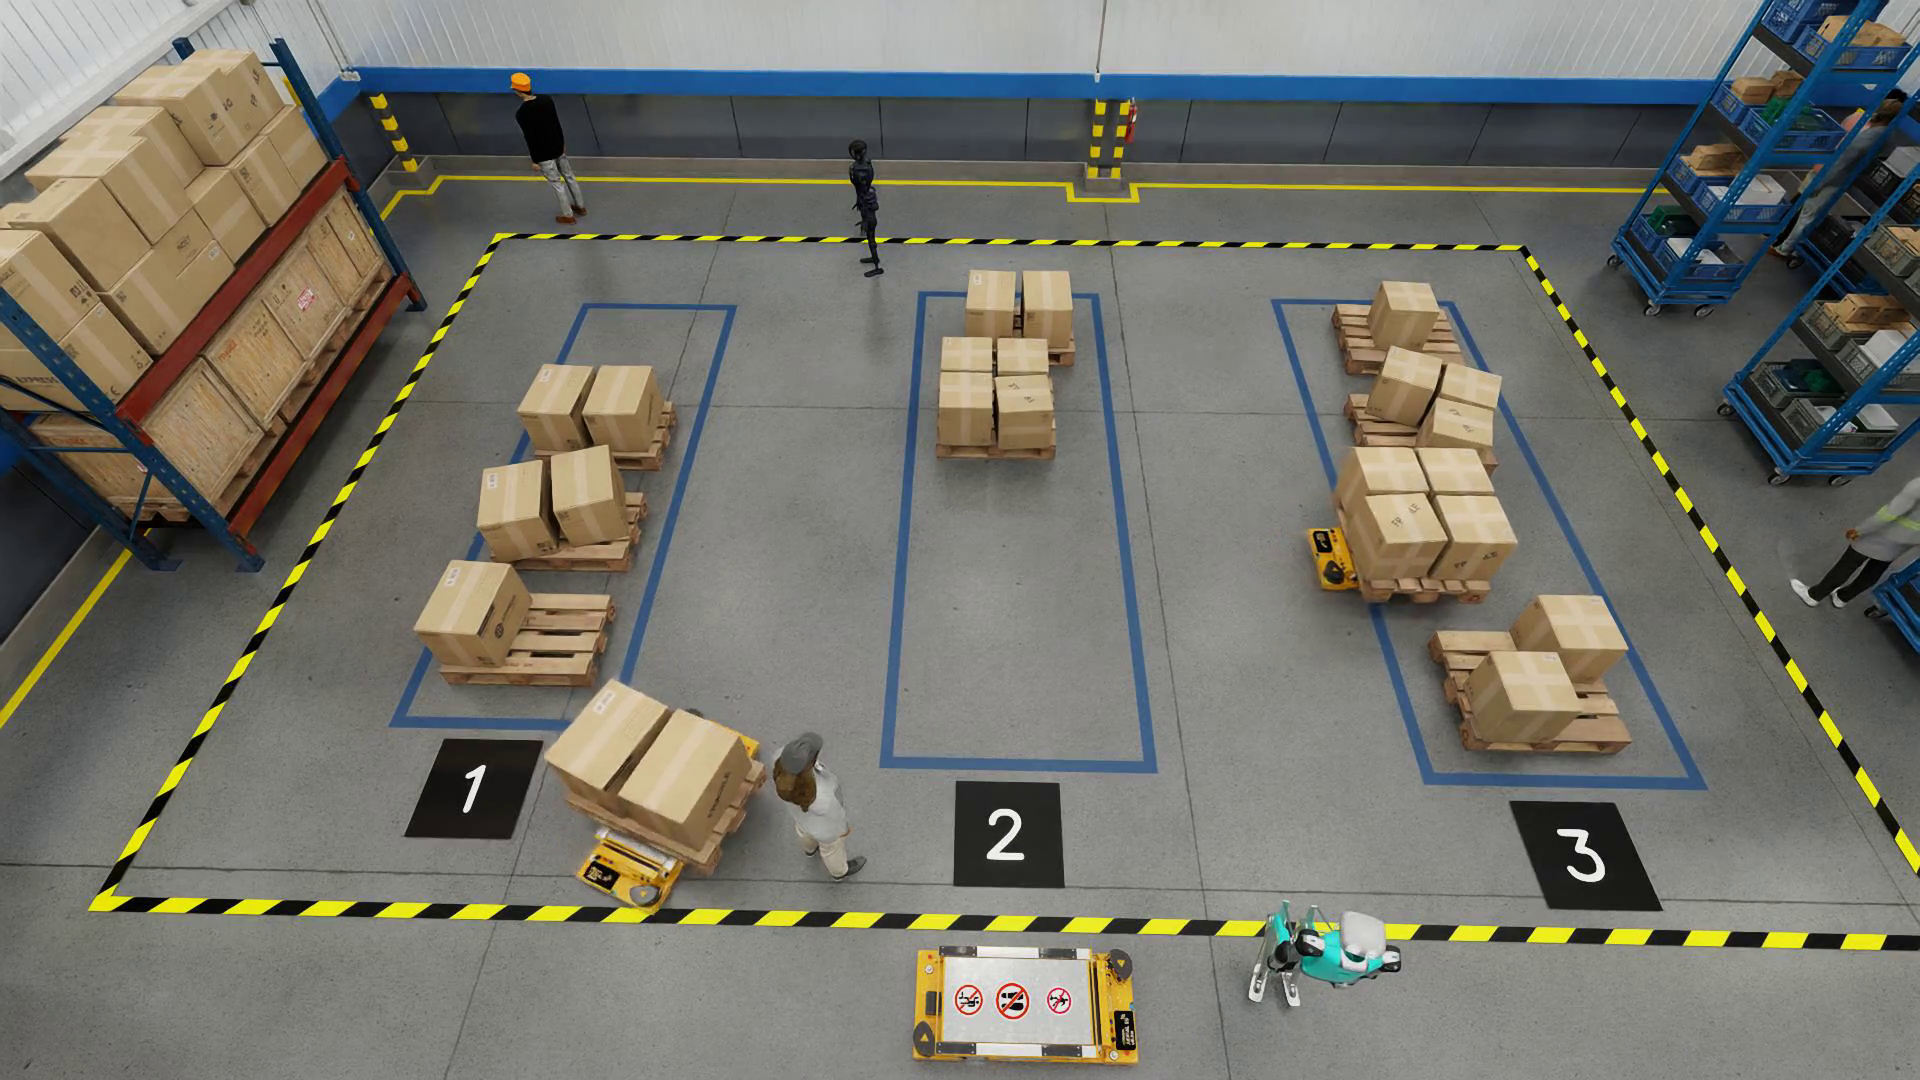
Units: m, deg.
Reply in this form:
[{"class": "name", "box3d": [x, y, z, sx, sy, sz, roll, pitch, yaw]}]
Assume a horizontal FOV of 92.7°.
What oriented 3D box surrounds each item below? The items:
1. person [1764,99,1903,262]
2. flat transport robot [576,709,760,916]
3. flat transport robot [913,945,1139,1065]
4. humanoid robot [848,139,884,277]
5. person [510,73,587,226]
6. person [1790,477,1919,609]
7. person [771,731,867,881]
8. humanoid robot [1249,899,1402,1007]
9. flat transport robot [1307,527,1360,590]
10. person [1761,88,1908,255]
[{"class": "person", "box3d": [10.394, -4.242, 10.877, 0.626, 1.932, 0.369, -20, 54, -16]}, {"class": "flat transport robot", "box3d": [-2.163, 1.978, 6.855, 0.652, 0.197, 1.431, 18, 53, 14]}, {"class": "flat transport robot", "box3d": [0.422, 3.041, 6.007, 1.431, 0.231, 0.659, 1, 51, 1]}, {"class": "humanoid robot", "box3d": [-1.111, -3.881, 10.733, 0.315, 1.653, 0.599, -8, 51, -6]}, {"class": "person", "box3d": [-5.120, -4.834, 11.388, 0.382, 1.879, 0.585, 20, 53, 15]}, {"class": "person", "box3d": [7.689, -0.097, 7.543, 0.594, 1.851, 0.398, 6, 51, 5]}, {"class": "person", "box3d": [-0.958, 1.789, 6.058, 0.564, 1.769, 0.395, 35, 59, 25]}, {"class": "humanoid robot", "box3d": [2.125, 2.380, 5.512, 0.533, 1.677, 0.735, 8, 51, 7]}, {"class": "flat transport robot", "box3d": [3.978, 0.143, 8.351, 1.431, 0.197, 0.652, 1, 51, 1]}, {"class": "person", "box3d": [10.449, -4.413, 10.988, 0.374, 1.966, 0.603, 10, 52, 8]}]
